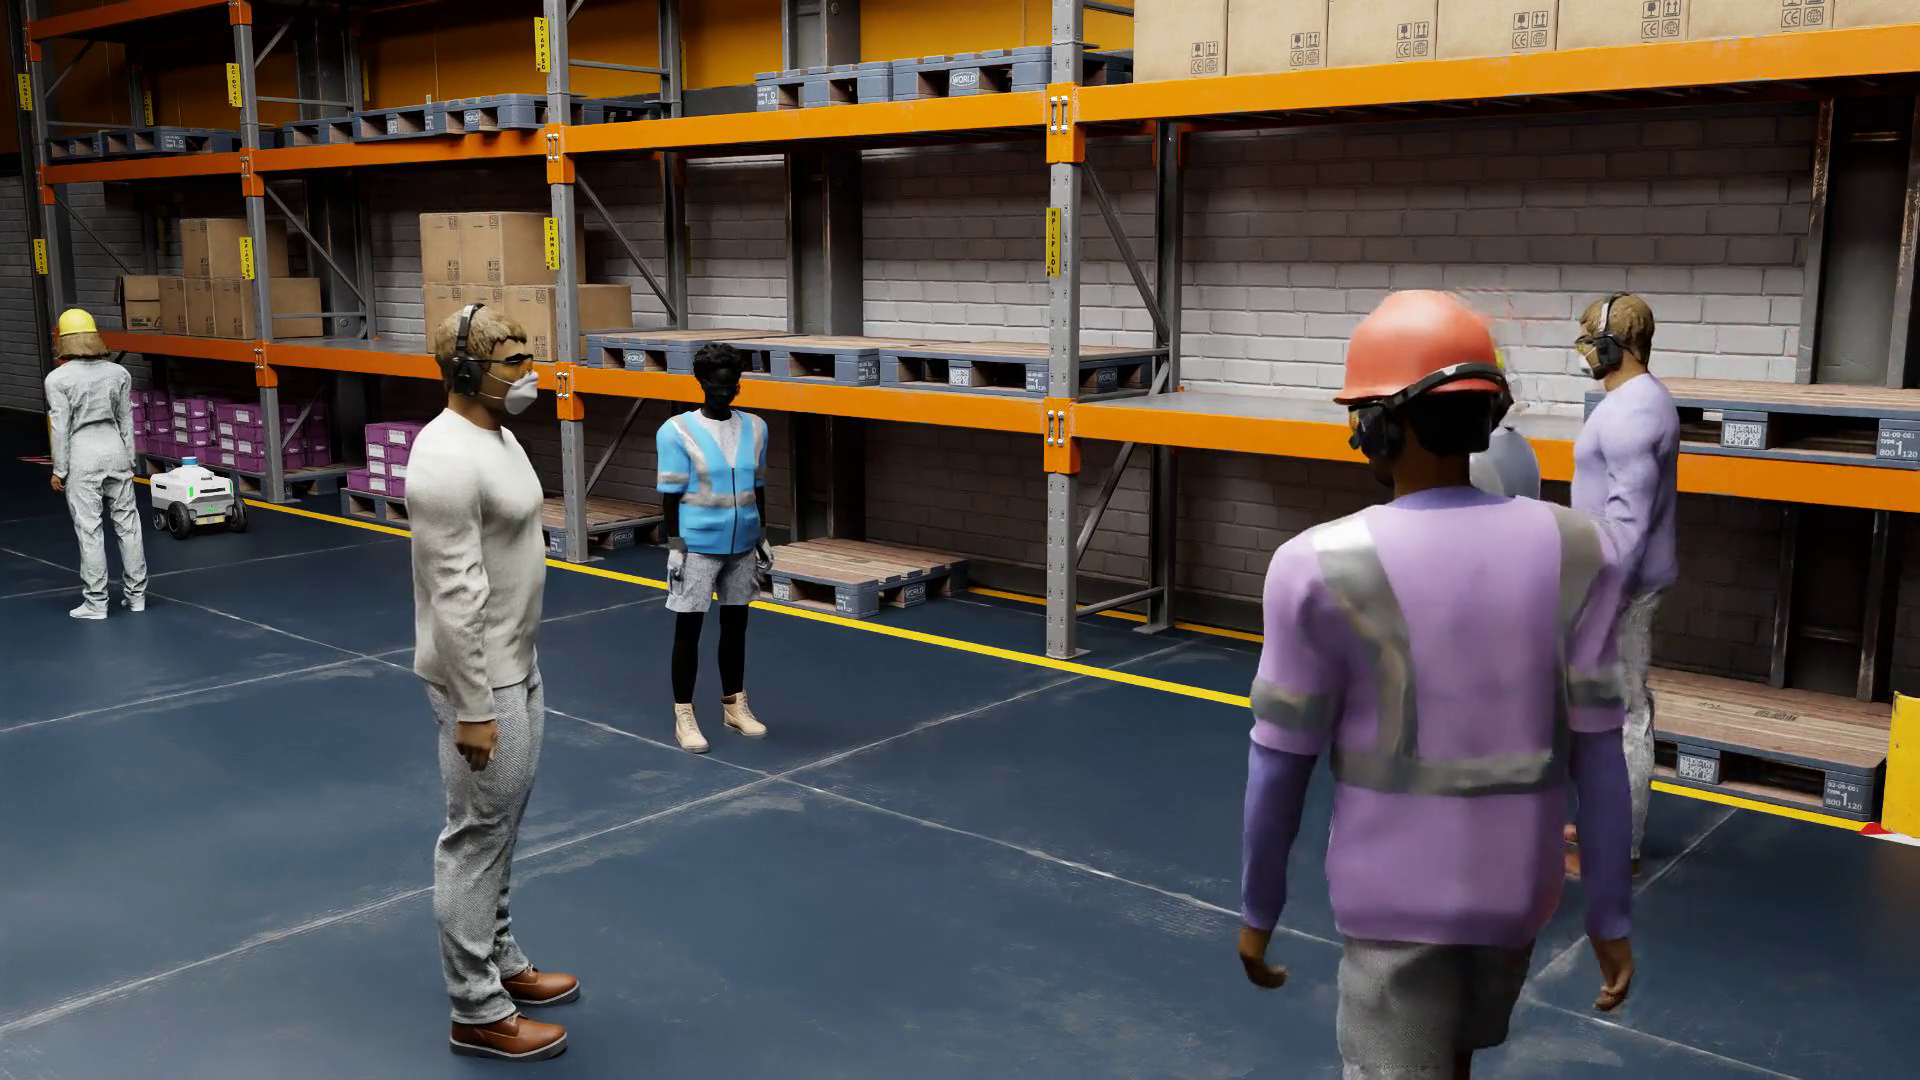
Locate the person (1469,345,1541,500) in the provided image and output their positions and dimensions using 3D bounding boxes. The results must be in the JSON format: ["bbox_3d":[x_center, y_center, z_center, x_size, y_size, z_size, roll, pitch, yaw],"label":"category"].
[{"bbox_3d":[1.549,0.277,5.133,0.404,1.826,0.591,8,13,39],"label":"person"}]

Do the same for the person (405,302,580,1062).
[{"bbox_3d":[-1.214,0.362,4.309,0.361,1.938,0.635,-1,10,-5],"label":"person"}]

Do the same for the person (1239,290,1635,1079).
[{"bbox_3d":[0.778,0.576,2.925,0.620,1.994,0.960,-2,10,-12],"label":"person"}]

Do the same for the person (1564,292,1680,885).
[{"bbox_3d":[2.146,0.165,5.447,0.374,1.934,0.628,5,11,25],"label":"person"}]

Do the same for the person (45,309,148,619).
[{"bbox_3d":[-4.882,-0.424,9.365,0.311,1.736,0.483,7,12,33],"label":"person"}]

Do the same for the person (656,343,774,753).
[{"bbox_3d":[-1.012,0.025,6.931,0.532,1.692,0.322,-8,13,-39],"label":"person"}]

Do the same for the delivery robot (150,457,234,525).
[{"bbox_3d":[-5.598,-0.364,12.117,0.707,0.478,0.477,9,13,41],"label":"delivery robot"}]
